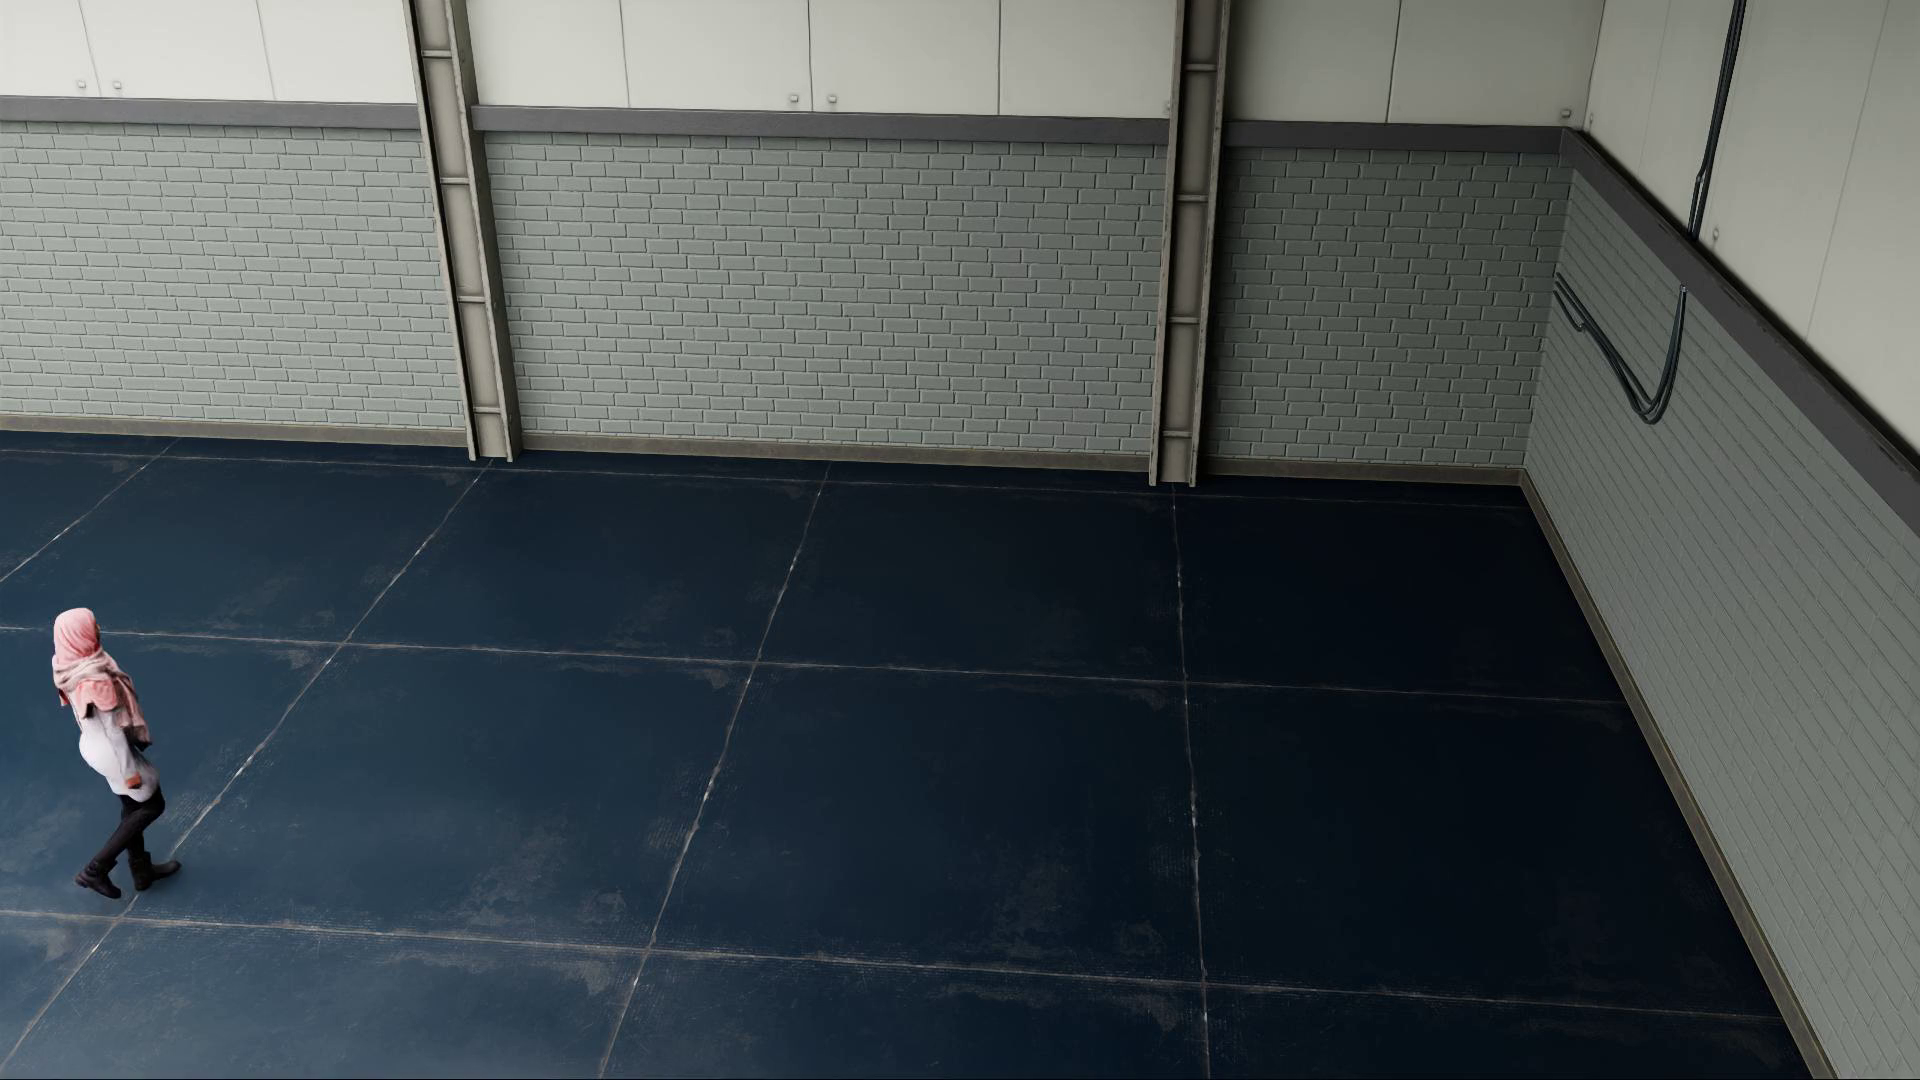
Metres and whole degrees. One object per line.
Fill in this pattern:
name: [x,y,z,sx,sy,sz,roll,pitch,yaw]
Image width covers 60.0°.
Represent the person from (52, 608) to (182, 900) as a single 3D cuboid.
person: [-4.683,1.220,9.033,0.878,1.790,0.919,22,34,36]
